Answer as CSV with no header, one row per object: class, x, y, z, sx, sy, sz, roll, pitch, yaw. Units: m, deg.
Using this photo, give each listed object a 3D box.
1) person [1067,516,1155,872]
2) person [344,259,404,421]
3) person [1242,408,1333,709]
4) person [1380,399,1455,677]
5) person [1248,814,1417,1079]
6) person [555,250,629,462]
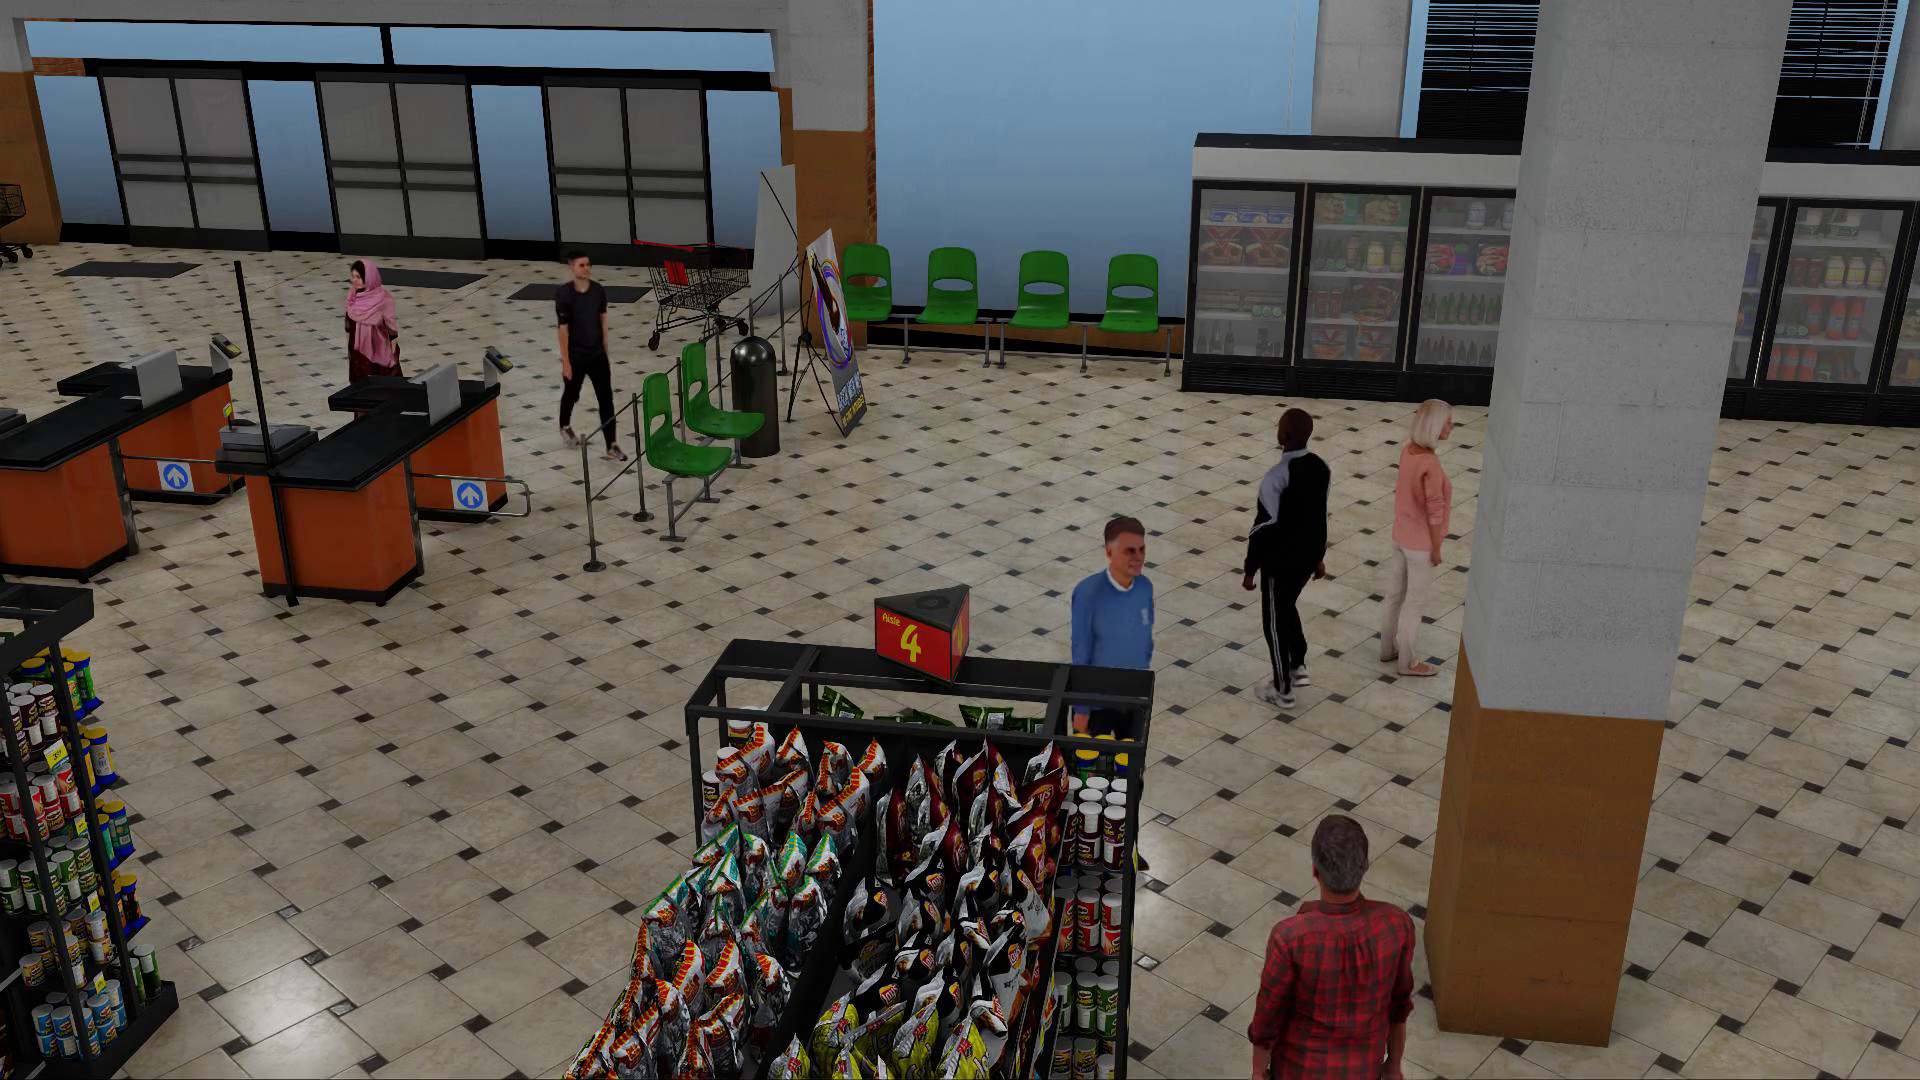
person,0.679,0.715,8.149,1.056,1.800,1.145,-13,25,-30
person,-4.968,-1.583,14.096,0.657,1.630,0.593,5,22,11
person,1.955,0.139,9.558,0.807,1.818,0.864,-14,26,-31
person,2.763,-0.023,10.087,0.729,1.724,0.587,-5,22,-12
person,1.237,1.783,5.469,0.811,1.815,0.851,-3,22,-7
person,-3.167,-1.532,13.840,1.177,1.726,1.173,-18,28,-38
